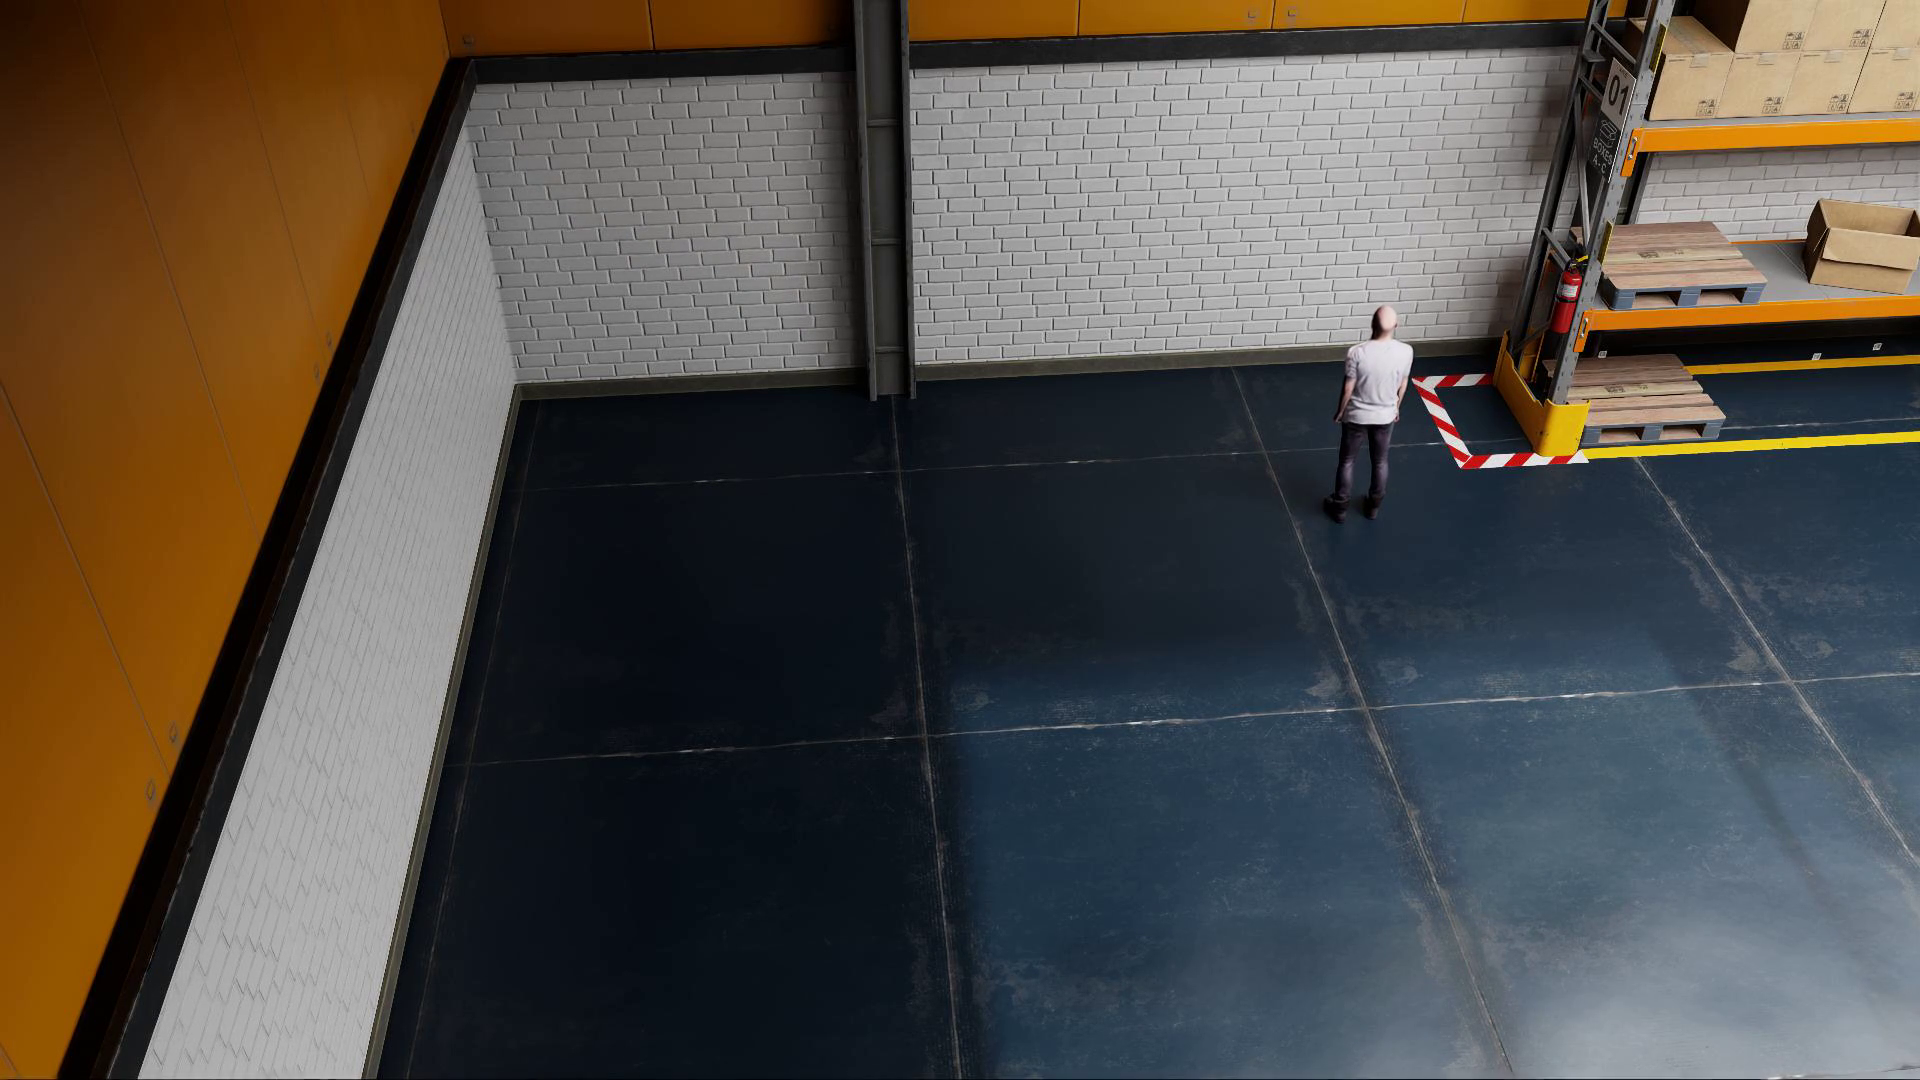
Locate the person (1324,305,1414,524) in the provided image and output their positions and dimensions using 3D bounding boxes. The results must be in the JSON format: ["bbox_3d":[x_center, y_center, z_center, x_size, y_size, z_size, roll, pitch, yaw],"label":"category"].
[{"bbox_3d":[3.052,-0.932,12.422,0.507,1.831,0.701,-2,39,-3],"label":"person"}]
